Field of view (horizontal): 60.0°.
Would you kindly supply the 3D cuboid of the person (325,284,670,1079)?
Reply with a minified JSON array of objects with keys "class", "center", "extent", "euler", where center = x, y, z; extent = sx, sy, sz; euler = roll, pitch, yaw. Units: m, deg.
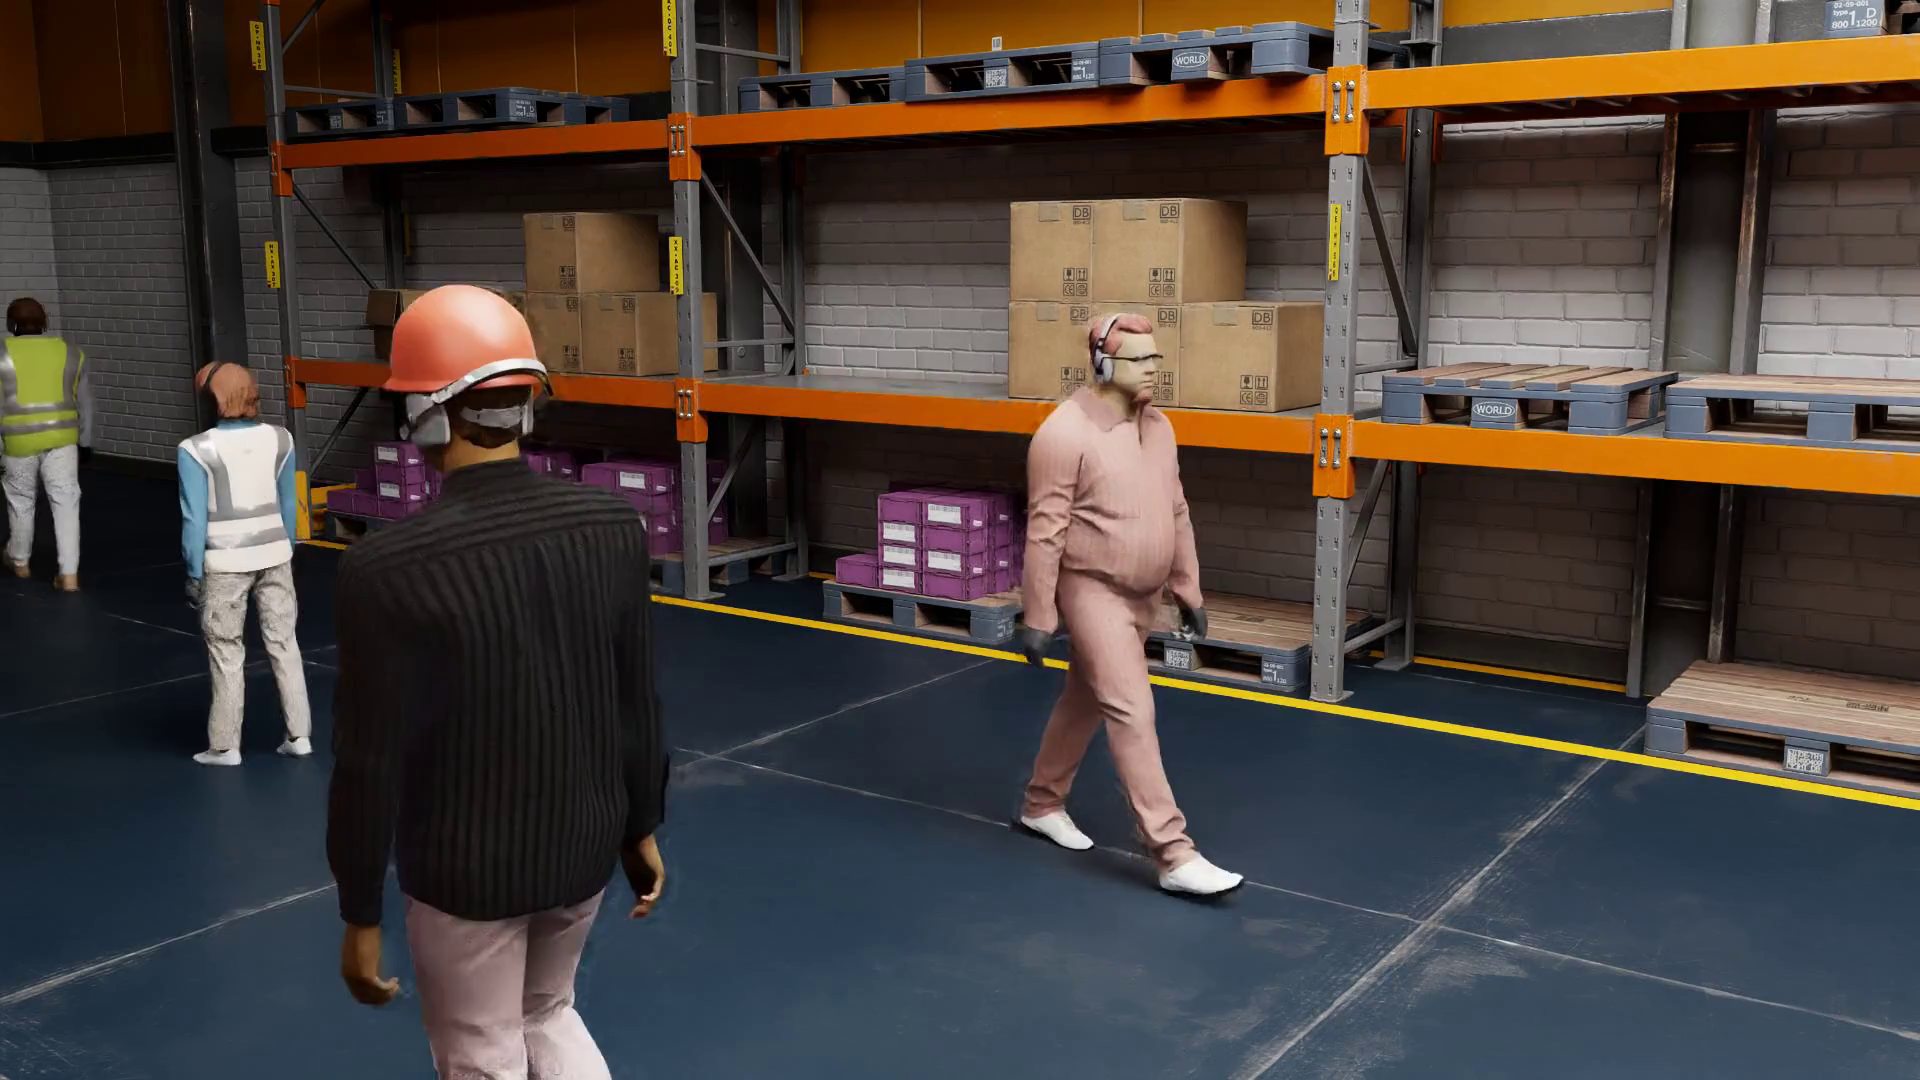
[{"class":"person","center":[-0.788,0.554,2.909],"extent":[0.469,1.980,0.641],"euler":[7,12,37]}]

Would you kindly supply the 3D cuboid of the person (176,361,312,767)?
[{"class":"person","center":[-2.872,0.102,6.657],"extent":[0.332,1.643,0.520],"euler":[6,11,34]}]

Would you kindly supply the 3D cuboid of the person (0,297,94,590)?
[{"class":"person","center":[-5.757,-0.605,10.378],"extent":[0.657,1.790,0.956],"euler":[-9,13,-42]}]

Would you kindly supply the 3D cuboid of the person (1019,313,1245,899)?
[{"class":"person","center":[0.538,0.192,5.443],"extent":[0.989,1.851,0.669],"euler":[8,12,40]}]
